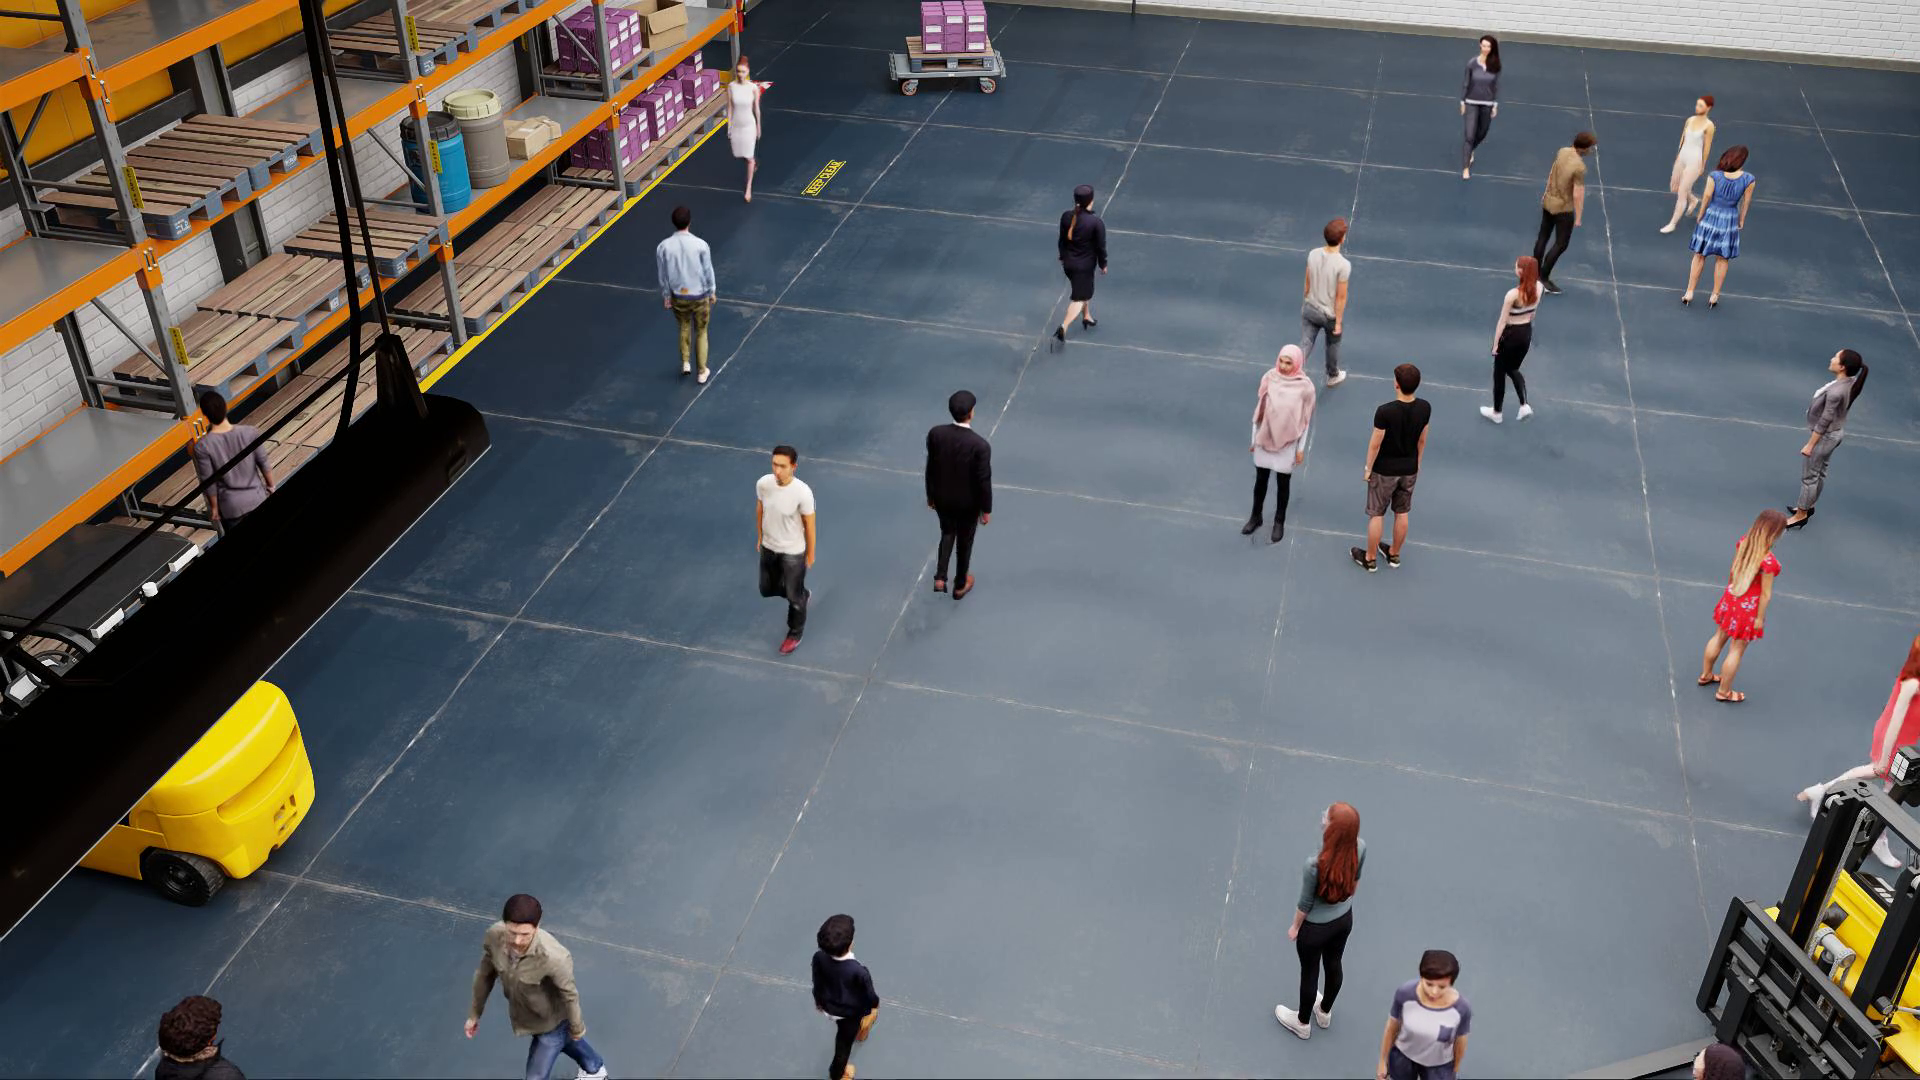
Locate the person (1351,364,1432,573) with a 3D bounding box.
[{"bbox_3d":[3.552,-0.587,13.571,0.741,1.860,0.742,-7,34,-10],"label":"person"}]

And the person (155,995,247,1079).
[{"bbox_3d":[-3.729,3.043,8.219,0.679,1.739,0.985,10,35,14],"label":"person"}]

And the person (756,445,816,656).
[{"bbox_3d":[-1.290,0.013,12.725,0.735,1.796,0.845,15,36,21],"label":"person"}]

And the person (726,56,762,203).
[{"bbox_3d":[-2.617,-5.041,20.345,0.630,1.778,0.872,5,34,7],"label":"person"}]

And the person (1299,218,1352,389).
[{"bbox_3d":[3.410,-2.137,15.910,1.039,1.852,1.291,27,42,34],"label":"person"}]

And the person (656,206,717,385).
[{"bbox_3d":[-2.660,-2.353,16.286,0.735,1.797,0.693,3,34,4],"label":"person"}]

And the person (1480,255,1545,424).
[{"bbox_3d":[5.249,-1.811,15.529,0.858,1.731,0.948,-14,36,-20],"label":"person"}]

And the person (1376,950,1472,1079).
[{"bbox_3d":[2.480,2.708,8.893,0.608,1.550,0.605,14,36,20],"label":"person"}]

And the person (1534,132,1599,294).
[{"bbox_3d":[6.523,-3.662,18.239,0.952,1.815,0.786,-19,38,-27],"label":"person"}]

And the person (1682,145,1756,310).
[{"bbox_3d":[8.106,-3.347,17.771,0.678,1.807,0.579,11,35,16],"label":"person"}]

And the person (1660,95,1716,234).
[{"bbox_3d":[8.645,-4.439,19.577,0.958,1.628,0.906,-17,37,-24],"label":"person"}]

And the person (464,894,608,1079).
[{"bbox_3d":[-2.192,2.499,8.972,1.000,1.811,1.278,23,40,31],"label":"person"}]

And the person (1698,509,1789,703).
[{"bbox_3d":[5.750,0.470,12.223,0.714,1.593,0.617,-7,34,-11],"label":"person"}]

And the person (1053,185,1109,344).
[{"bbox_3d":[1.216,-2.787,17.077,0.979,1.643,1.170,26,41,33],"label":"person"}]

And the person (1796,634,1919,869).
[{"bbox_3d":[5.993,1.279,10.808,0.919,1.810,0.994,24,41,32],"label":"person"}]

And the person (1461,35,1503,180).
[{"bbox_3d":[6.596,-5.543,21.135,0.734,1.740,1.114,3,34,4],"label":"person"}]

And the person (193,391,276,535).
[{"bbox_3d":[-5.704,-0.338,13.204,0.690,1.851,0.803,-24,41,-32],"label":"person"}]

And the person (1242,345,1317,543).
[{"bbox_3d":[2.671,-0.819,13.972,0.674,1.802,0.646,15,36,21],"label":"person"}]

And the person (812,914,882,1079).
[{"bbox_3d":[-0.684,2.628,9.331,0.661,1.199,0.862,20,39,28],"label":"person"}]

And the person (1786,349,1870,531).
[{"bbox_3d":[7.345,-0.856,14.140,0.779,1.678,0.680,28,42,35],"label":"person"}]

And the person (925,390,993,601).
[{"bbox_3d":[-0.063,-0.291,13.117,0.767,1.870,0.802,13,36,19],"label":"person"}]

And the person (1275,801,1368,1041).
[{"bbox_3d":[2.085,2.179,9.520,0.678,1.738,0.724,-14,36,-20],"label":"person"}]
